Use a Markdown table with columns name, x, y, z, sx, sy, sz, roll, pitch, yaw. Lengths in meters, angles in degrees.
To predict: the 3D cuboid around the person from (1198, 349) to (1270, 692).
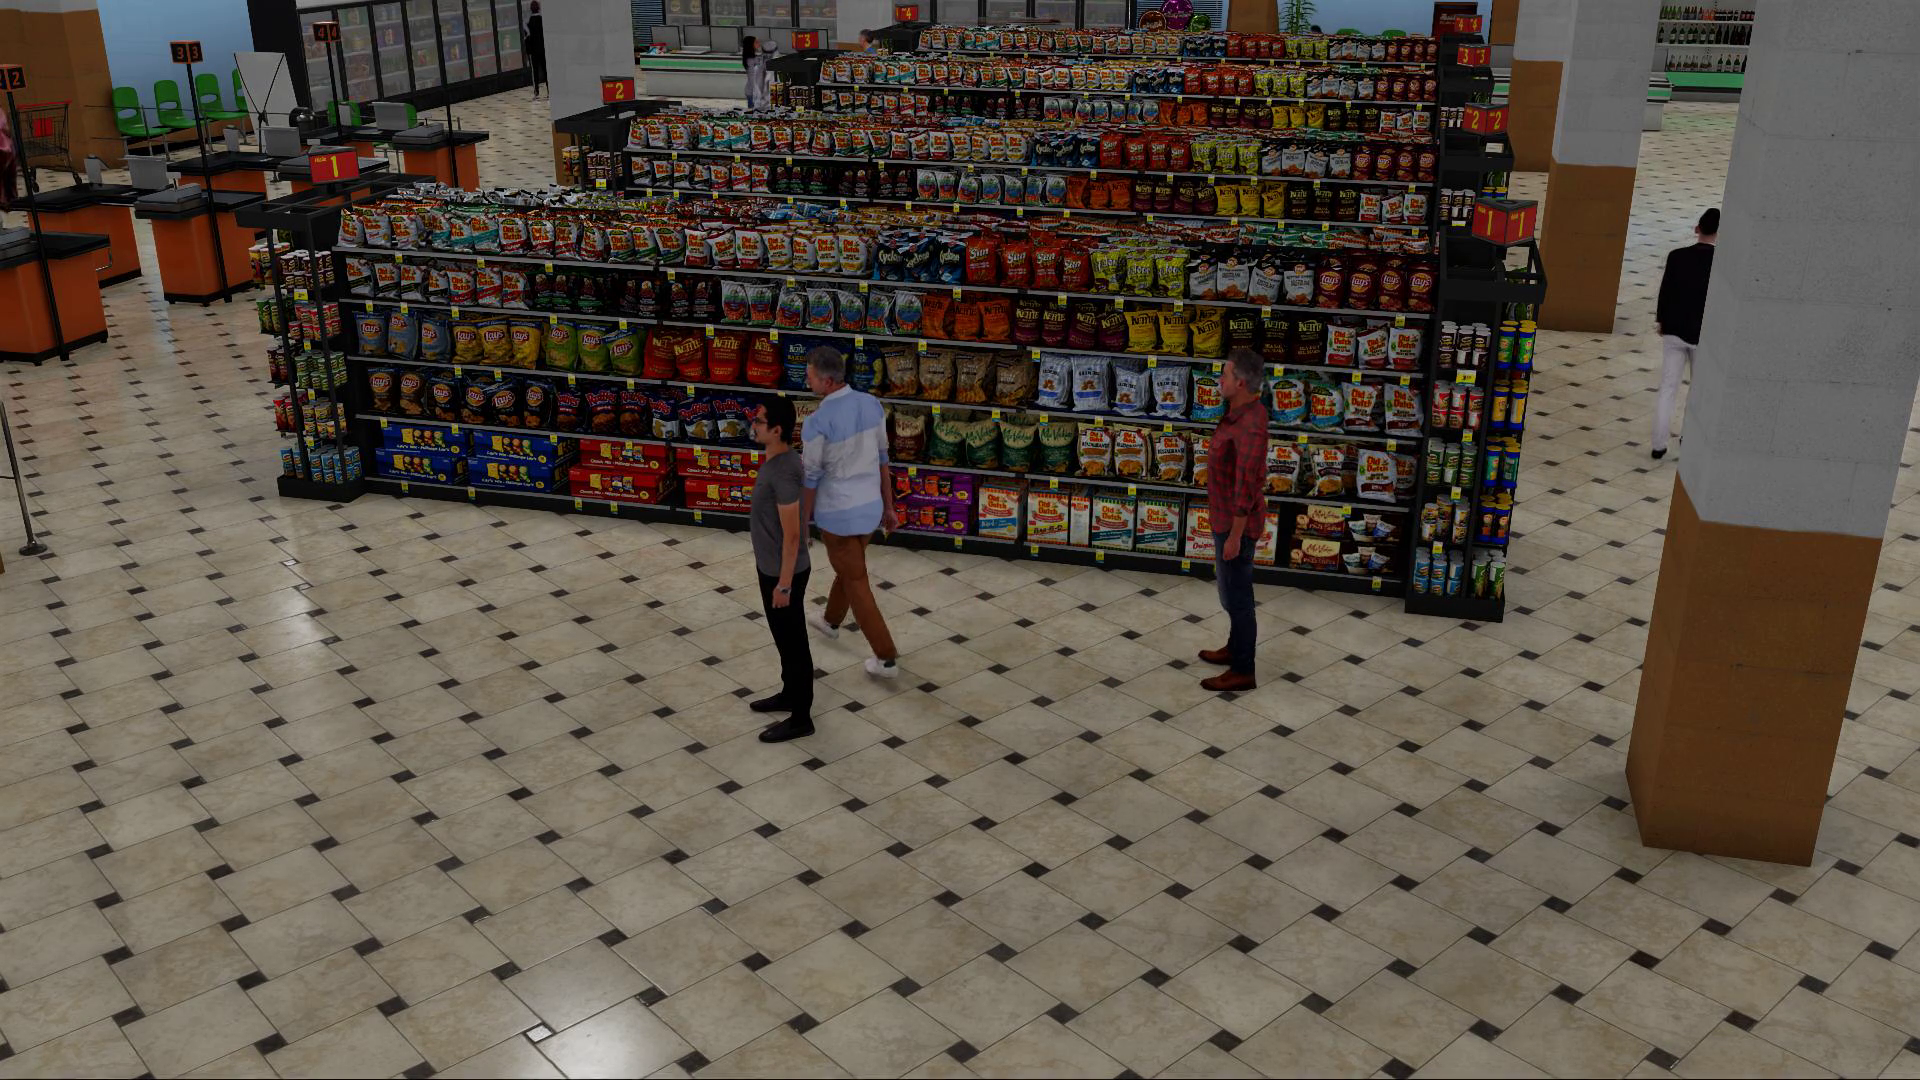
| name | x | y | z | sx | sy | sz | roll | pitch | yaw |
| --- | --- | --- | --- | --- | --- | --- | --- | --- | --- |
| person | 1.455 | -0.109 | 8.685 | 0.574 | 1.830 | 0.701 | 4 | 22 | 10 |

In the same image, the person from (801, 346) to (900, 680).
| name | x | y | z | sx | sy | sz | roll | pitch | yaw |
| --- | --- | --- | --- | --- | --- | --- | --- | --- | --- |
| person | -0.537 | -0.100 | 8.752 | 1.098 | 1.764 | 1.283 | -18 | 28 | -38 |

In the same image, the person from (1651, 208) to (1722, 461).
| name | x | y | z | sx | sy | sz | roll | pitch | yaw |
| --- | --- | --- | --- | --- | --- | --- | --- | --- | --- |
| person | 5.250 | -1.456 | 12.056 | 0.959 | 1.816 | 0.920 | 14 | 26 | 31 |

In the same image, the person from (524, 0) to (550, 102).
| name | x | y | z | sx | sy | sz | roll | pitch | yaw |
| --- | --- | --- | --- | --- | --- | --- | --- | --- | --- |
| person | -7.969 | -9.264 | 31.471 | 0.709 | 1.828 | 0.795 | -10 | 24 | -22 |

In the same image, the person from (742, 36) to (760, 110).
| name | x | y | z | sx | sy | sz | roll | pitch | yaw |
| --- | --- | --- | --- | --- | --- | --- | --- | --- | --- |
| person | -3.211 | -6.882 | 25.669 | 0.654 | 1.735 | 0.674 | -3 | 22 | -7 |

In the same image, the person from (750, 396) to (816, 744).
| name | x | y | z | sx | sy | sz | roll | pitch | yaw |
| --- | --- | --- | --- | --- | --- | --- | --- | --- | --- |
| person | -0.872 | 0.125 | 8.204 | 0.703 | 1.754 | 0.704 | -5 | 22 | -12 |

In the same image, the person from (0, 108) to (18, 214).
| name | x | y | z | sx | sy | sz | roll | pitch | yaw |
| --- | --- | --- | --- | --- | --- | --- | --- | --- | --- |
| person | -12.213 | -4.939 | 21.032 | 1.084 | 1.586 | 1.078 | -11 | 24 | -25 |

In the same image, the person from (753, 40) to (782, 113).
| name | x | y | z | sx | sy | sz | roll | pitch | yaw |
| --- | --- | --- | --- | --- | --- | --- | --- | --- | --- |
| person | -2.626 | -5.900 | 22.990 | 0.923 | 1.910 | 0.837 | 9 | 24 | 21 |
